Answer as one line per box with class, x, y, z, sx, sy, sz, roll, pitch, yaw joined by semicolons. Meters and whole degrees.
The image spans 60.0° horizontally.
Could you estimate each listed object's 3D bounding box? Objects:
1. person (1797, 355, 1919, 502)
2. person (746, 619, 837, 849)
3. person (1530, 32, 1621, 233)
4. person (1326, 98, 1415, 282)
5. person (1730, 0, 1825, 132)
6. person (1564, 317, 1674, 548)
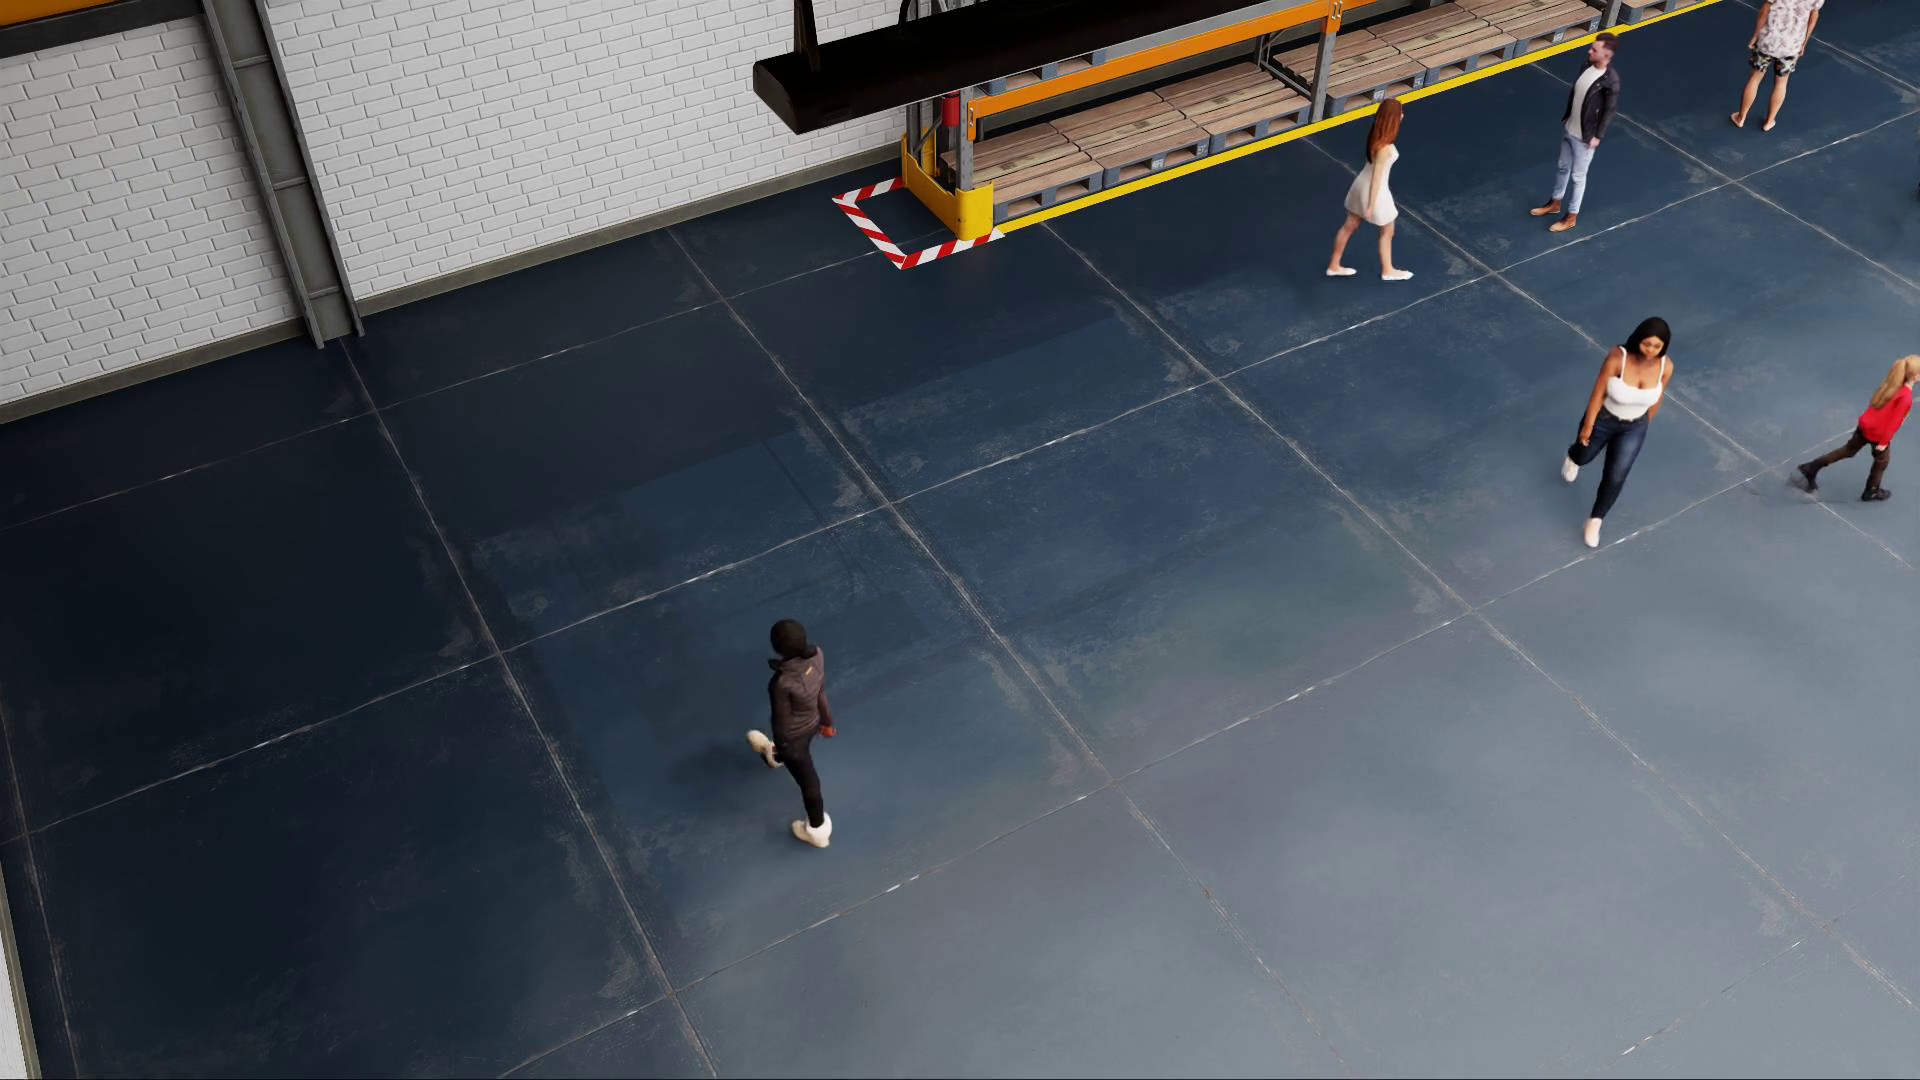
person;6.544;-0.805;12.005;0.975;1.261;0.830;5;44;5
person;-1.079;1.054;9.784;1.100;1.633;0.946;-9;44;-9
person;5.432;-3.573;14.495;0.627;1.835;0.701;-12;45;-13
person;3.344;-2.900;13.897;1.031;1.684;0.836;-3;44;-3
person;7.773;-4.747;15.742;0.751;1.815;0.786;15;46;15
person;4.582;-0.869;11.696;1.146;1.780;1.175;9;44;9
